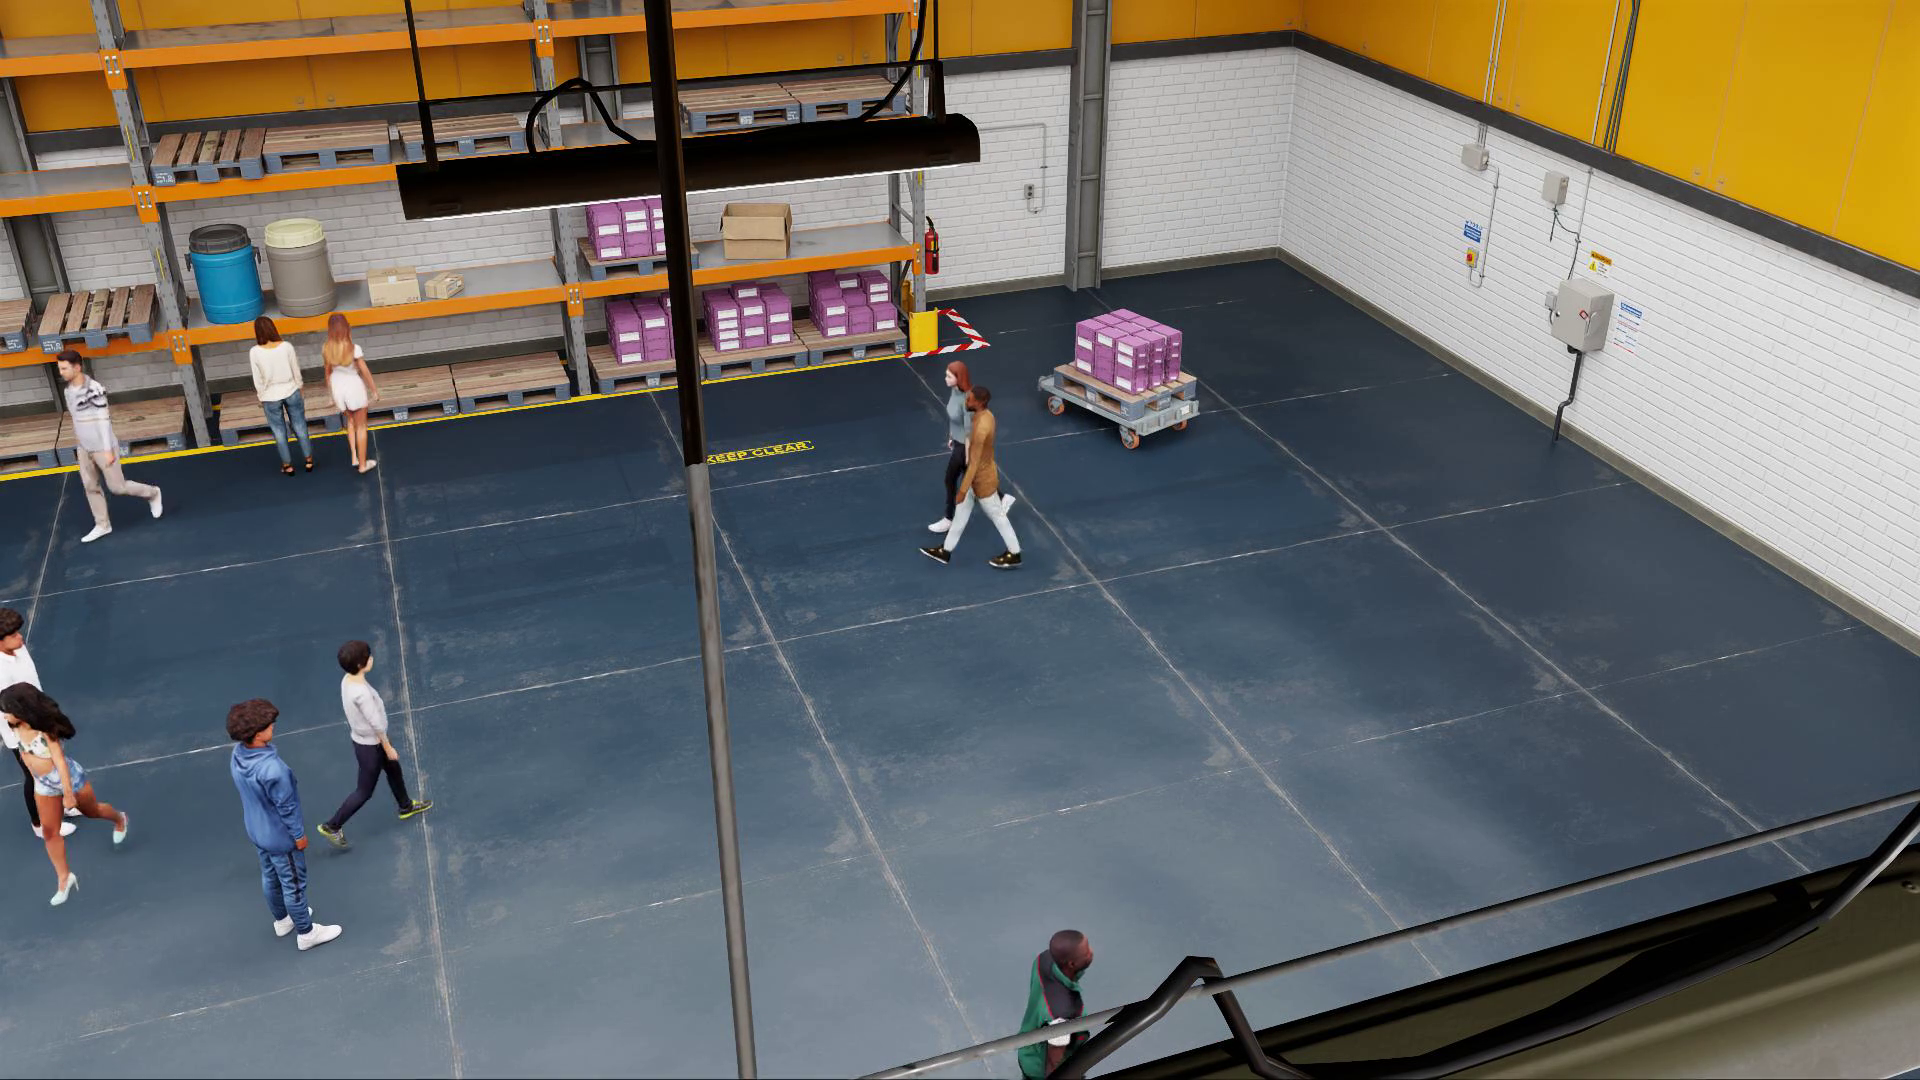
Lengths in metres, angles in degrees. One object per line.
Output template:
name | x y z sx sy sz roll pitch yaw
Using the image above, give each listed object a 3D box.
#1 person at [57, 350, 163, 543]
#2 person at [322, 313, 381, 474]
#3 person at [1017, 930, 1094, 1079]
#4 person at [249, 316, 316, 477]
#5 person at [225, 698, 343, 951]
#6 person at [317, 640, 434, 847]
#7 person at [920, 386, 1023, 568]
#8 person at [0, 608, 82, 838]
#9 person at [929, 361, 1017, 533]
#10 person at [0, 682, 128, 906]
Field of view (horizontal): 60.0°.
person | -7.980 -0.915 15.524 1.063 1.830 1.134 14 32 24
person | -6.138 -1.427 16.619 0.670 1.681 0.754 7 29 13
person | 0.411 2.782 8.775 1.082 1.803 0.810 -6 29 -10
person | -6.794 -1.438 16.641 0.510 1.680 0.689 -13 31 -23
person | -4.354 1.807 10.562 0.758 1.803 0.763 20 34 32
person | -4.171 1.428 11.545 1.067 1.527 0.676 -16 33 -27
person | 0.285 -0.508 14.849 1.236 1.762 0.876 -1 29 -2
person | -6.509 1.259 11.564 0.612 1.806 0.655 -5 29 -9
person | 0.111 -0.869 15.559 1.125 1.717 0.742 -5 29 -10
person | -5.969 1.613 11.167 1.058 1.565 1.017 6 29 11
